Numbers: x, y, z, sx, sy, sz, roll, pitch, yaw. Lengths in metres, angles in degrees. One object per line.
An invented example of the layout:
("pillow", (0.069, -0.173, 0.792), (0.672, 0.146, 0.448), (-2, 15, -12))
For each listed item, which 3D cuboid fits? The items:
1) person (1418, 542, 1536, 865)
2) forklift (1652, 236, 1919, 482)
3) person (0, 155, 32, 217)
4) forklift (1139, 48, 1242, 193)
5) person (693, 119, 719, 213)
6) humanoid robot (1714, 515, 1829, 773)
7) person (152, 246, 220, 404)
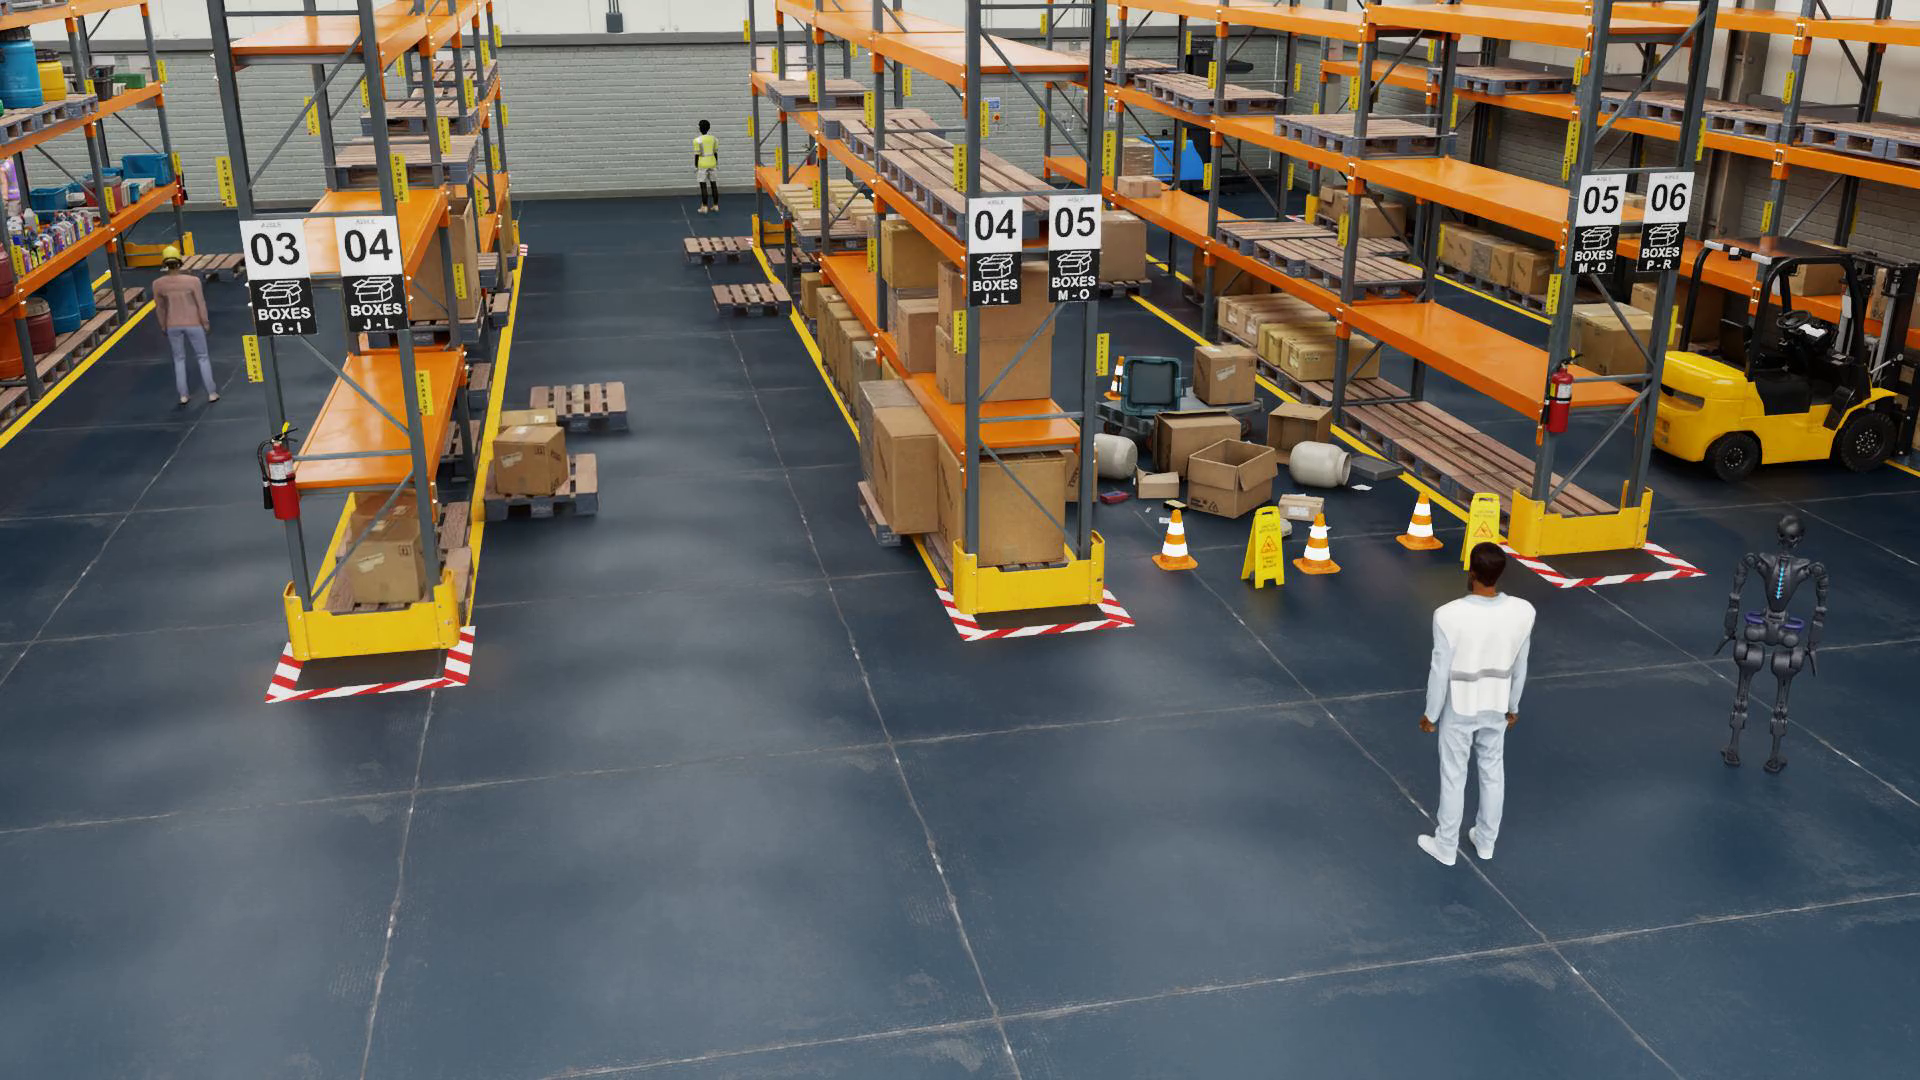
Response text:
("person", (2.880, 0.930, 9.331), (0.589, 1.919, 0.399), (-3, 21, -9))
("forklift", (8.013, -1.814, 16.330), (2.313, 2.155, 1.214), (-4, 21, -12))
("person", (-15.366, -5.563, 27.147), (0.350, 1.688, 0.489), (11, 23, 27))
("forklift", (4.566, -8.313, 32.860), (1.873, 2.768, 1.129), (-4, 21, -12))
("person", (-4.694, -6.906, 30.744), (0.541, 1.695, 0.316), (-18, 27, -40))
("humanoid robot", (5.083, 0.636, 10.448), (0.599, 1.657, 0.315), (11, 23, 27))
("person", (-8.611, -2.377, 18.465), (0.538, 1.761, 0.329), (-3, 21, -8))
